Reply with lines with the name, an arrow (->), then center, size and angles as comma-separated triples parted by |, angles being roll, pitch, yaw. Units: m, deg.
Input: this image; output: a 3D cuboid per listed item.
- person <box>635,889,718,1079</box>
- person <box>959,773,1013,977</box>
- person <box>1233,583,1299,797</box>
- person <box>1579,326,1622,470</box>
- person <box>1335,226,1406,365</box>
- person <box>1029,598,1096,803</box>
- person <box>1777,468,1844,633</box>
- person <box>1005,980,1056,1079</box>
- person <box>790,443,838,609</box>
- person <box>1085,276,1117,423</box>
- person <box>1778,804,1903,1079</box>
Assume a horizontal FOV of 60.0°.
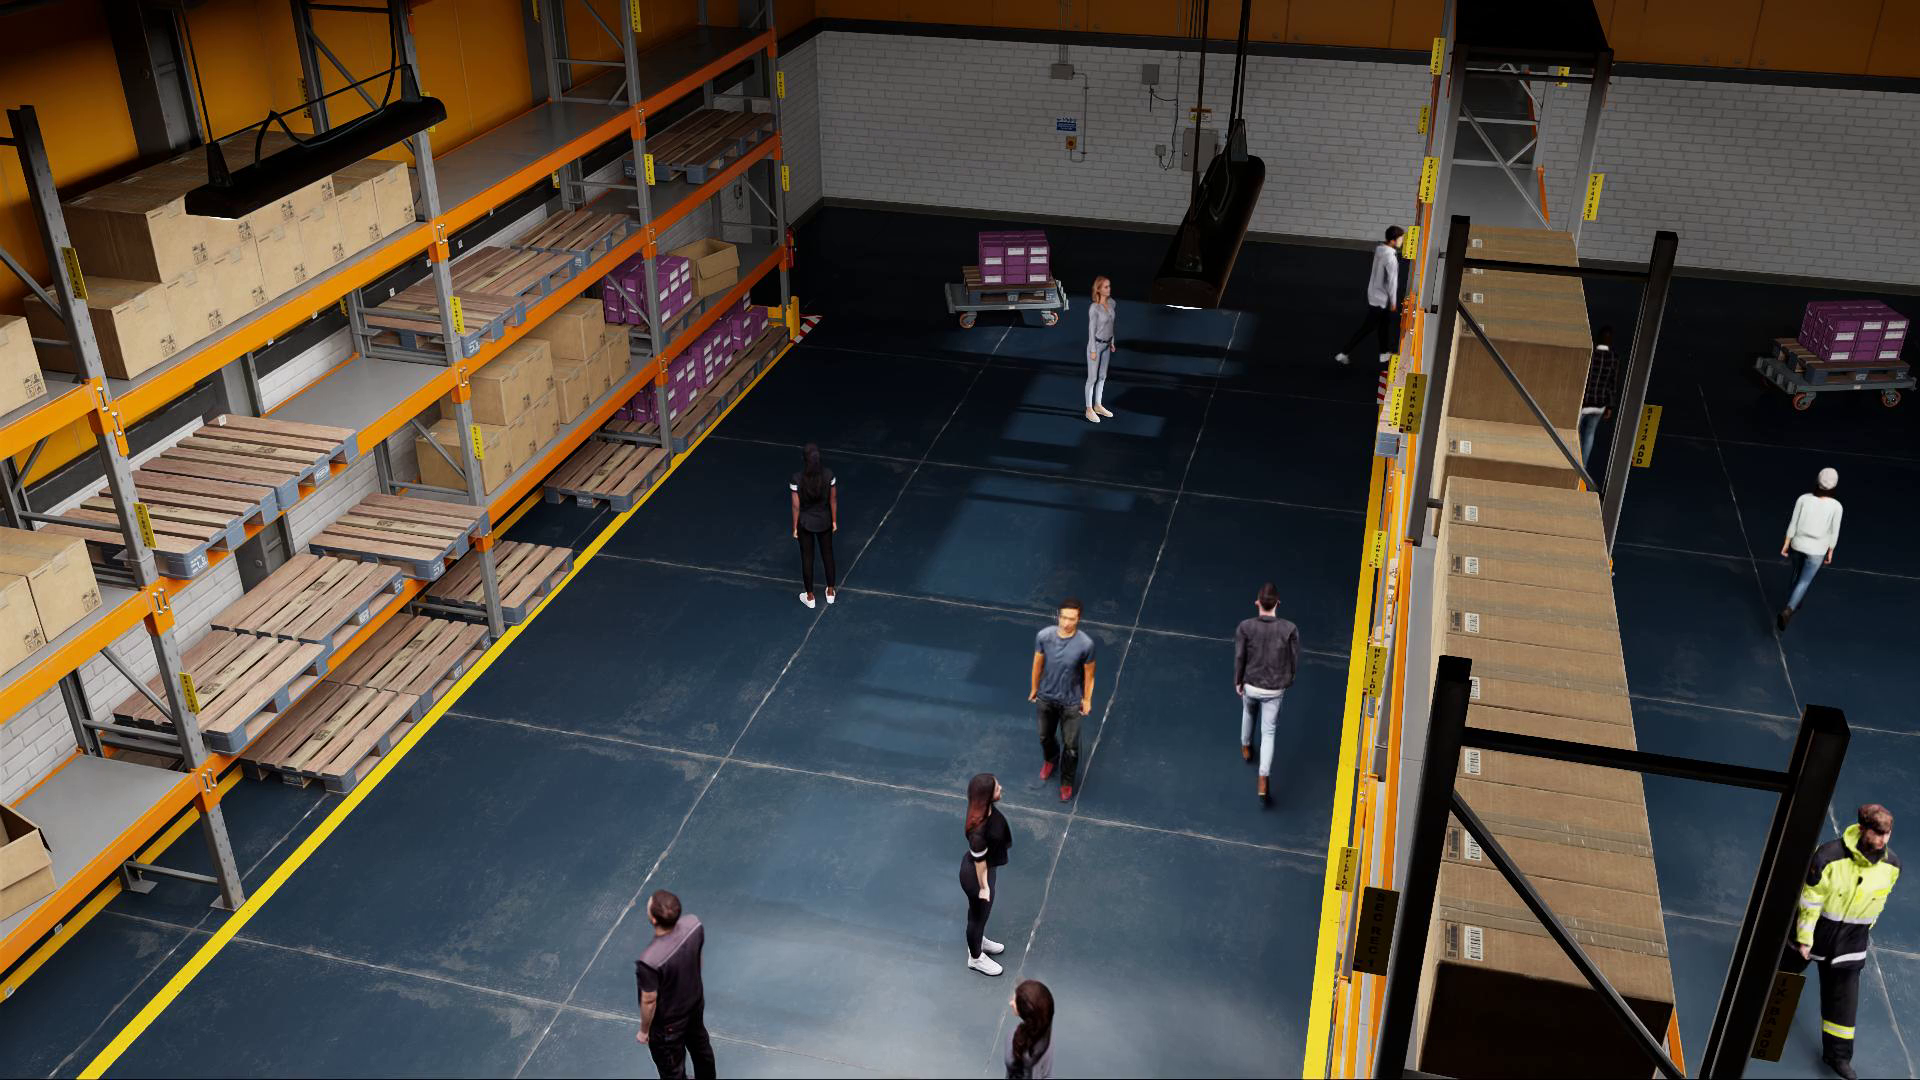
person -> -1.766, 2.905, 10.318 | 0.841, 1.845, 0.644 | 17, 33, 28
person -> 0.151, 2.310, 11.625 | 0.698, 1.637, 0.565 | 3, 29, 5
person -> 2.470, 1.222, 13.433 | 0.702, 1.816, 1.141 | 6, 29, 11
person -> 6.959, -1.465, 18.368 | 0.730, 1.807, 0.786 | 4, 29, 8
person -> 5.263, -3.065, 21.218 | 1.105, 1.887, 1.260 | -6, 29, -10
person -> 0.823, 1.230, 13.407 | 0.701, 1.827, 0.773 | 12, 31, 21
person -> 7.970, 0.108, 15.681 | 0.872, 1.619, 1.126 | 22, 36, 35
person -> 0.416, 3.251, 9.760 | 0.710, 1.771, 0.536 | 1, 29, 3
person -> -1.400, -0.156, 16.049 | 0.717, 1.729, 0.757 | -11, 30, -19
person -> 1.672, -2.306, 19.922 | 0.729, 1.795, 0.617 | 25, 38, 38
person -> 5.704, 2.488, 10.993 | 0.958, 1.930, 1.313 | 1, 29, 3
